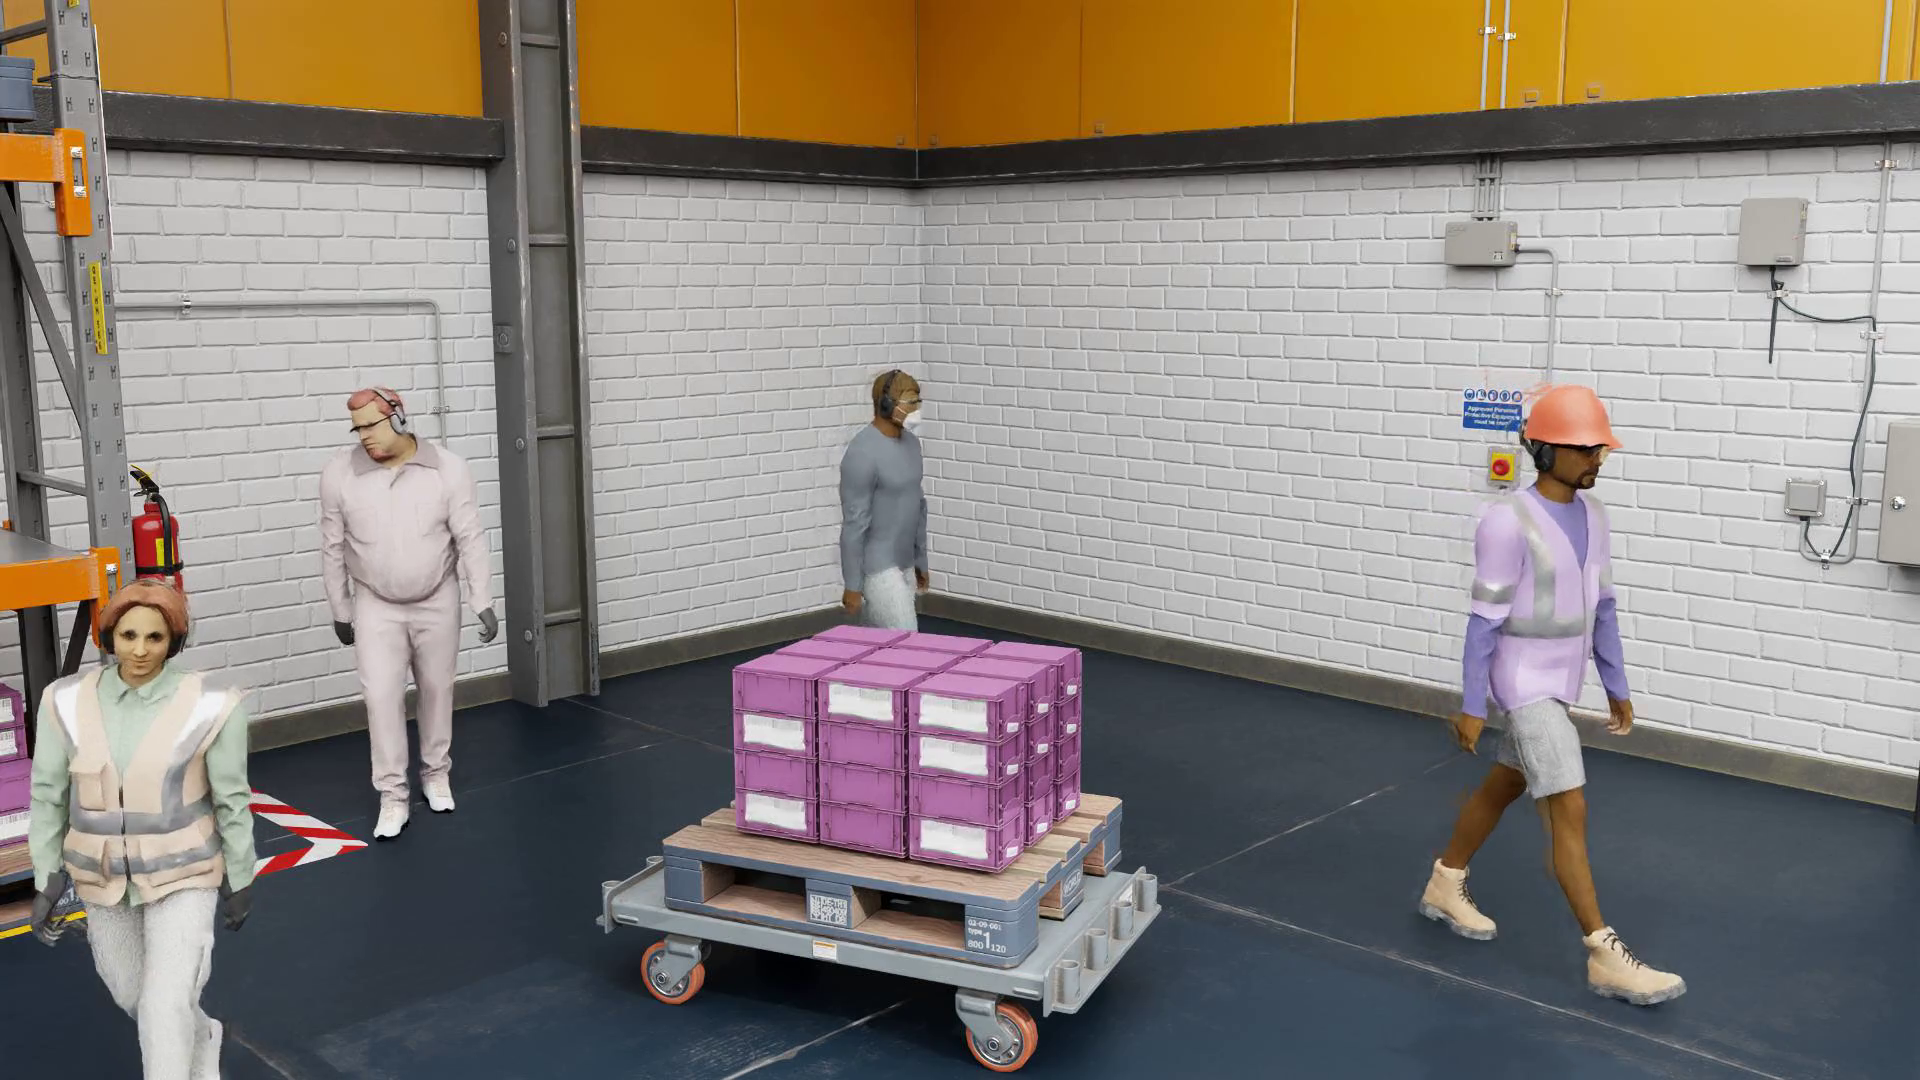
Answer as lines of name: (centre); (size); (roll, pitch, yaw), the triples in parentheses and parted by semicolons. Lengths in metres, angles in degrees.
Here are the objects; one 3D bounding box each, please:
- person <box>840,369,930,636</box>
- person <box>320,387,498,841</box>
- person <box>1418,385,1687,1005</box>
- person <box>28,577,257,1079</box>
person: (-0.439, 0.128, 7.957); (0.851, 1.912, 0.640); (4, 10, 21)
person: (-2.305, 0.299, 6.982); (0.677, 1.865, 0.789); (-3, 10, -20)
person: (1.979, 0.473, 5.584); (0.628, 1.989, 1.042); (-8, 12, -39)
person: (-2.074, 0.867, 4.321); (0.521, 1.605, 0.786); (-1, 9, -3)
